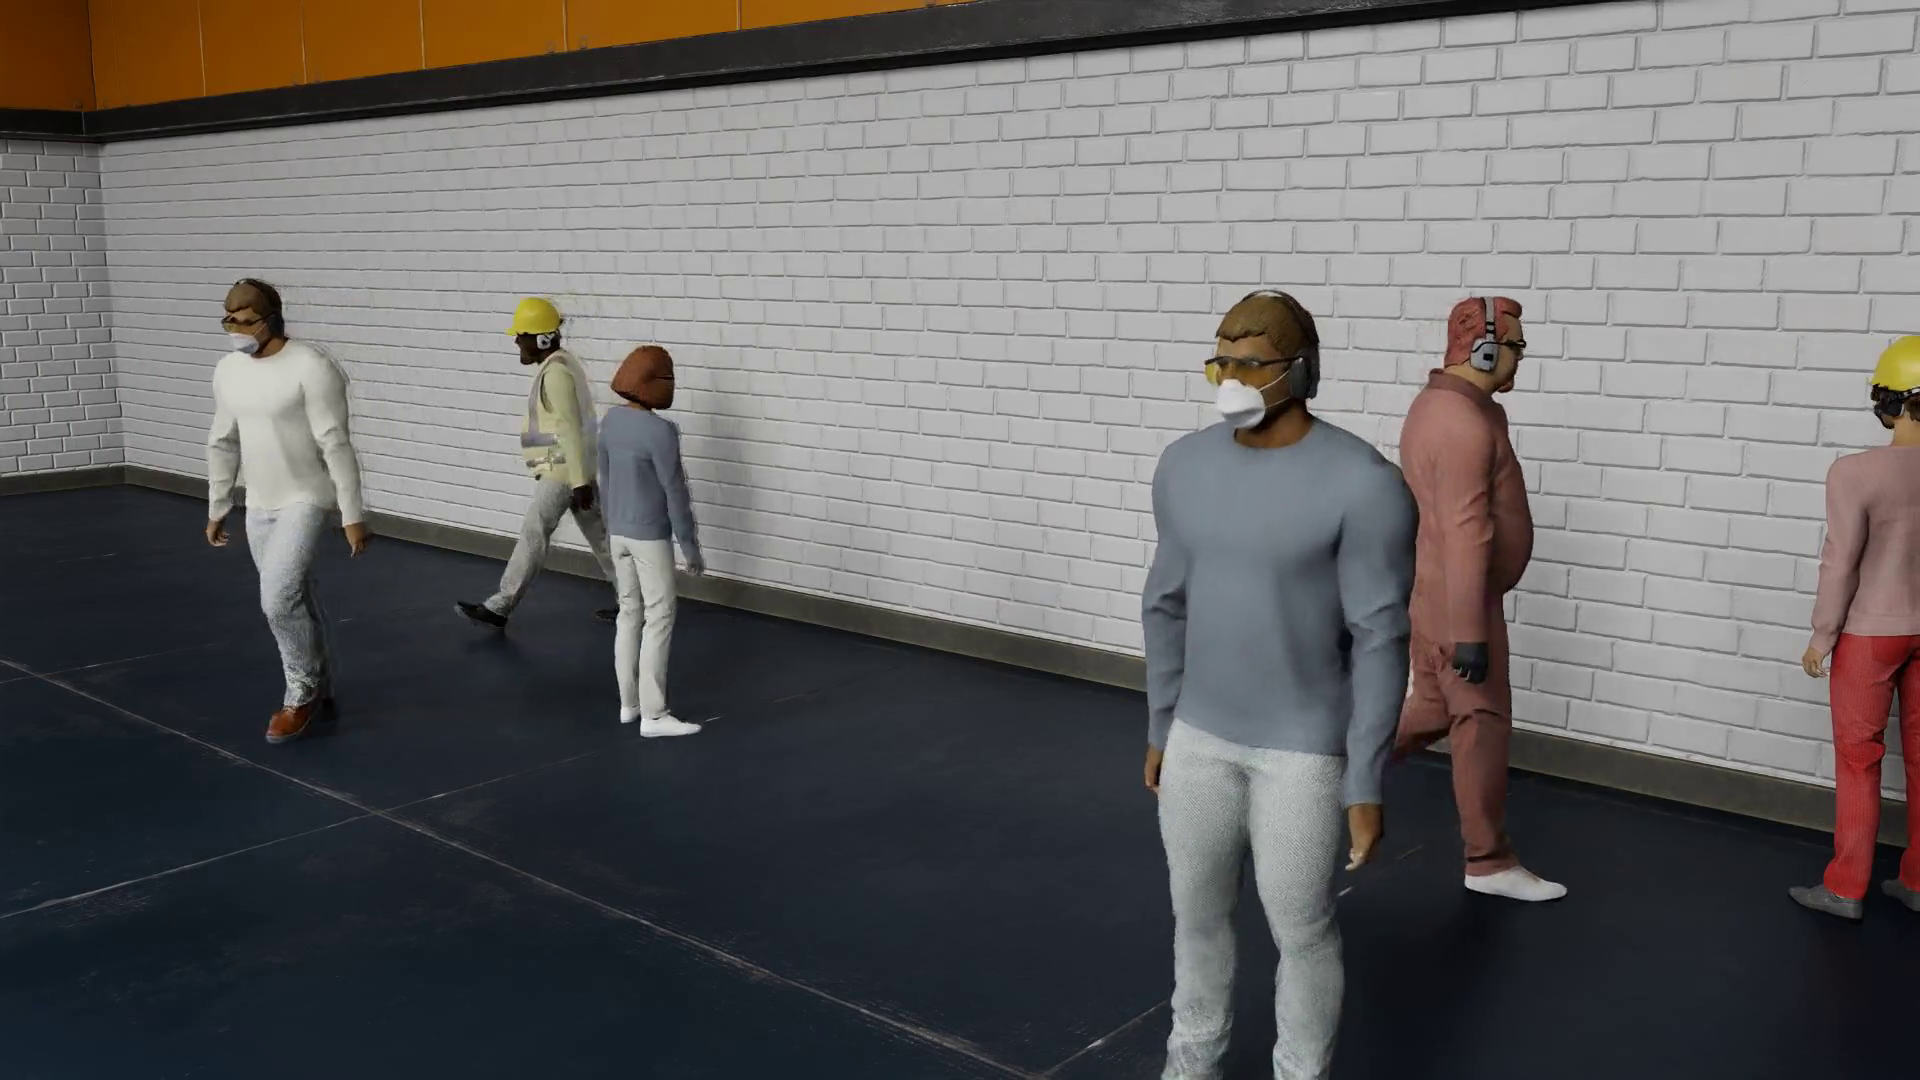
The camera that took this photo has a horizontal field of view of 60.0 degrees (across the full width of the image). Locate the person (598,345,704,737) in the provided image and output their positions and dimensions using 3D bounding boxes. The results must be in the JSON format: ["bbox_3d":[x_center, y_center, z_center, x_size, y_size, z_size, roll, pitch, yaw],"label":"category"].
[{"bbox_3d":[-1.308,0.005,6.956,0.293,1.620,0.549,-10,14,-44],"label":"person"}]

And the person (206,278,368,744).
[{"bbox_3d":[-2.761,-0.110,6.809,0.757,1.894,0.627,5,11,26],"label":"person"}]

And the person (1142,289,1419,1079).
[{"bbox_3d":[0.653,0.438,3.586,0.633,1.938,0.381,9,13,42],"label":"person"}]

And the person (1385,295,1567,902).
[{"bbox_3d":[1.499,0.185,5.172,0.781,1.884,0.671,1,10,7],"label":"person"}]

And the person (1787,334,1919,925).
[{"bbox_3d":[2.787,0.276,4.982,0.525,1.772,0.309,-1,10,-8],"label":"person"}]

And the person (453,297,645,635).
[{"bbox_3d":[-2.157,-0.383,8.749,1.018,1.754,0.625,-2,10,-9],"label":"person"}]
